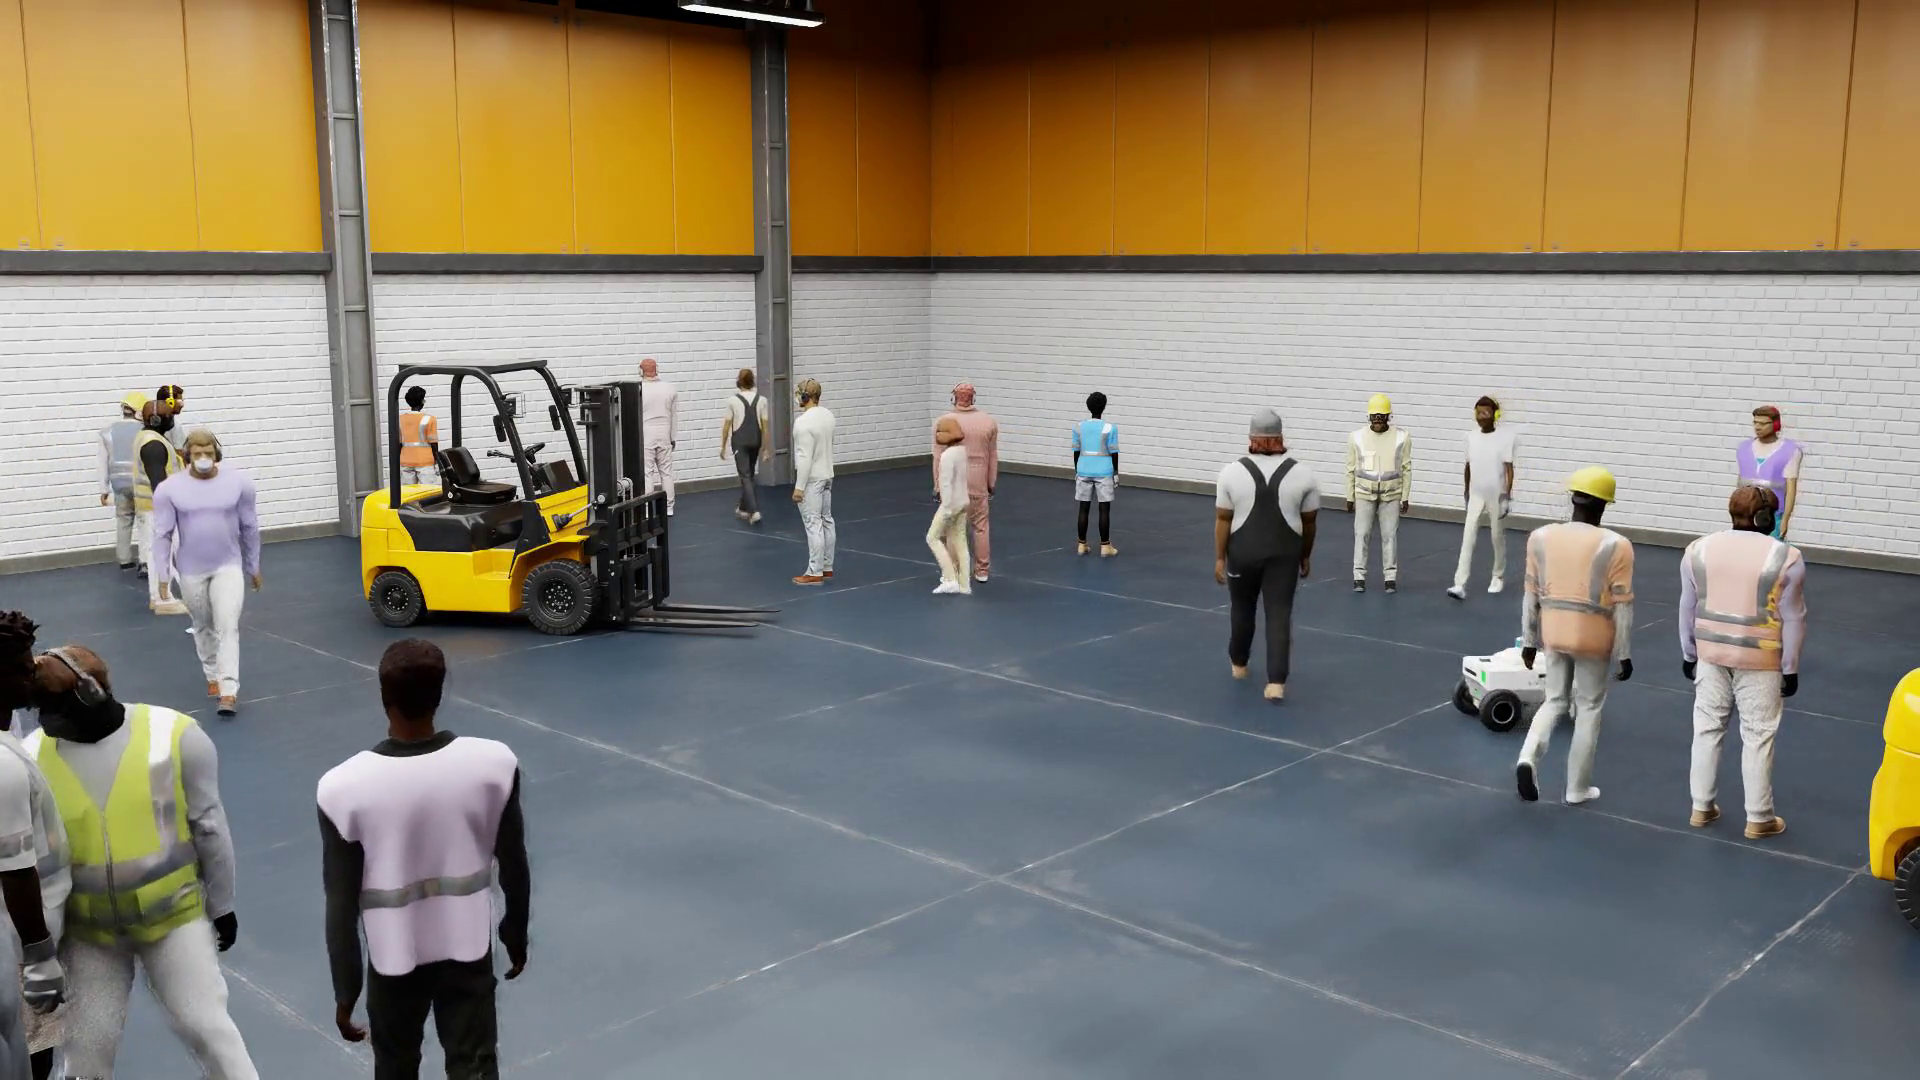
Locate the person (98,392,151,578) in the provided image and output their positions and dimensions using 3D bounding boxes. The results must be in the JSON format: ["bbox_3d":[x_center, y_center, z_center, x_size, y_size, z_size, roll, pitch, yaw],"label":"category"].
[{"bbox_3d":[-7.926,-0.520,15.926,0.601,1.775,0.737,-1,9,-6],"label":"person"}]

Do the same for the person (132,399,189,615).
[{"bbox_3d":[-6.845,-0.285,14.278,0.429,1.838,0.633,-5,11,-29],"label":"person"}]

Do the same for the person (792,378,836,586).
[{"bbox_3d":[-1.373,-0.541,15.541,0.370,1.940,0.627,4,10,21],"label":"person"}]

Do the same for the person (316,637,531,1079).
[{"bbox_3d":[-1.547,1.227,4.923,0.605,1.881,0.947,-5,10,-27],"label":"person"}]

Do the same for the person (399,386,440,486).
[{"bbox_3d":[-5.862,-0.818,18.005,0.531,1.694,0.320,3,10,19],"label":"person"}]

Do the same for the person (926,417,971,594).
[{"bbox_3d":[-0.079,-0.296,15.041,0.422,1.614,0.508,4,10,24],"label":"person"}]

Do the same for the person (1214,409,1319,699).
[{"bbox_3d":[2.129,0.051,11.597,0.703,2.000,1.040,1,9,6],"label":"person"}]

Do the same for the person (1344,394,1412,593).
[{"bbox_3d":[3.806,-0.421,15.168,0.593,1.824,0.403,2,9,12],"label":"person"}]

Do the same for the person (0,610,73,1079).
[{"bbox_3d":[-2.849,1.166,4.991,0.603,1.966,0.368,9,13,43],"label":"person"}]

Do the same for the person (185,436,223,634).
[{"bbox_3d":[-6.039,-0.040,13.382,0.515,1.642,0.314,6,11,31],"label":"person"}]

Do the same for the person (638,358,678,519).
[{"bbox_3d":[-3.649,-1.195,19.676,0.639,1.902,0.406,-7,12,-37],"label":"person"}]

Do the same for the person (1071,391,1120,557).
[{"bbox_3d":[1.400,-0.674,17.085,0.537,1.700,0.317,5,11,29],"label":"person"}]

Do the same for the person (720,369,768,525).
[{"bbox_3d":[-2.484,-1.088,19.336,0.532,1.821,0.859,-5,10,-27],"label":"person"}]

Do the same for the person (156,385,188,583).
[{"bbox_3d":[-7.421,-0.529,15.702,0.517,1.865,0.328,6,11,32],"label":"person"}]

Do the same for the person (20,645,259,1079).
[{"bbox_3d":[-2.630,1.205,5.282,0.676,1.801,0.435,-3,10,-17],"label":"person"}]

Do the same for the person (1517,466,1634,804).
[{"bbox_3d":[3.323,0.545,9.042,0.597,1.895,0.592,-9,13,-44],"label":"person"}]

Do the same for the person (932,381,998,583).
[{"bbox_3d":[0.034,-0.528,15.557,0.639,1.911,0.406,-3,10,-20],"label":"person"}]

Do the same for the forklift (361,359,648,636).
[{"bbox_3d":[-3.850,-0.407,13.936,2.313,2.155,1.214,2,9,11],"label":"forklift"}]

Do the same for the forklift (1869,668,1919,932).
[{"bbox_3d":[5.205,0.723,7.013,2.313,2.155,1.214,9,13,43],"label":"forklift"}]

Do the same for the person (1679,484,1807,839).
[{"bbox_3d":[4.082,0.627,8.692,0.430,1.841,0.624,-8,12,-42],"label":"person"}]

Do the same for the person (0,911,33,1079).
[{"bbox_3d":[-2.150,1.416,3.550,0.377,1.937,0.629,-6,11,-33],"label":"person"}]

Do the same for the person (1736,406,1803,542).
[{"bbox_3d":[6.616,-0.195,13.810,0.825,1.815,0.571,-7,12,-37],"label":"person"}]

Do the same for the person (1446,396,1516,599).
[{"bbox_3d":[4.717,-0.372,14.920,0.516,1.809,0.991,6,11,34],"label":"person"}]

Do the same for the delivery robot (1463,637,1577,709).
[{"bbox_3d":[3.651,0.876,10.800,0.707,0.478,0.477,-1,9,-7],"label":"delivery robot"}]

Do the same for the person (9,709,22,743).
[{"bbox_3d":[-4.236,0.889,6.941,0.664,1.892,0.468,3,10,17],"label":"person"}]

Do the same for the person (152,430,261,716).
[{"bbox_3d":[-5.026,0.208,11.121,0.651,1.884,1.012,-4,10,-22],"label":"person"}]
